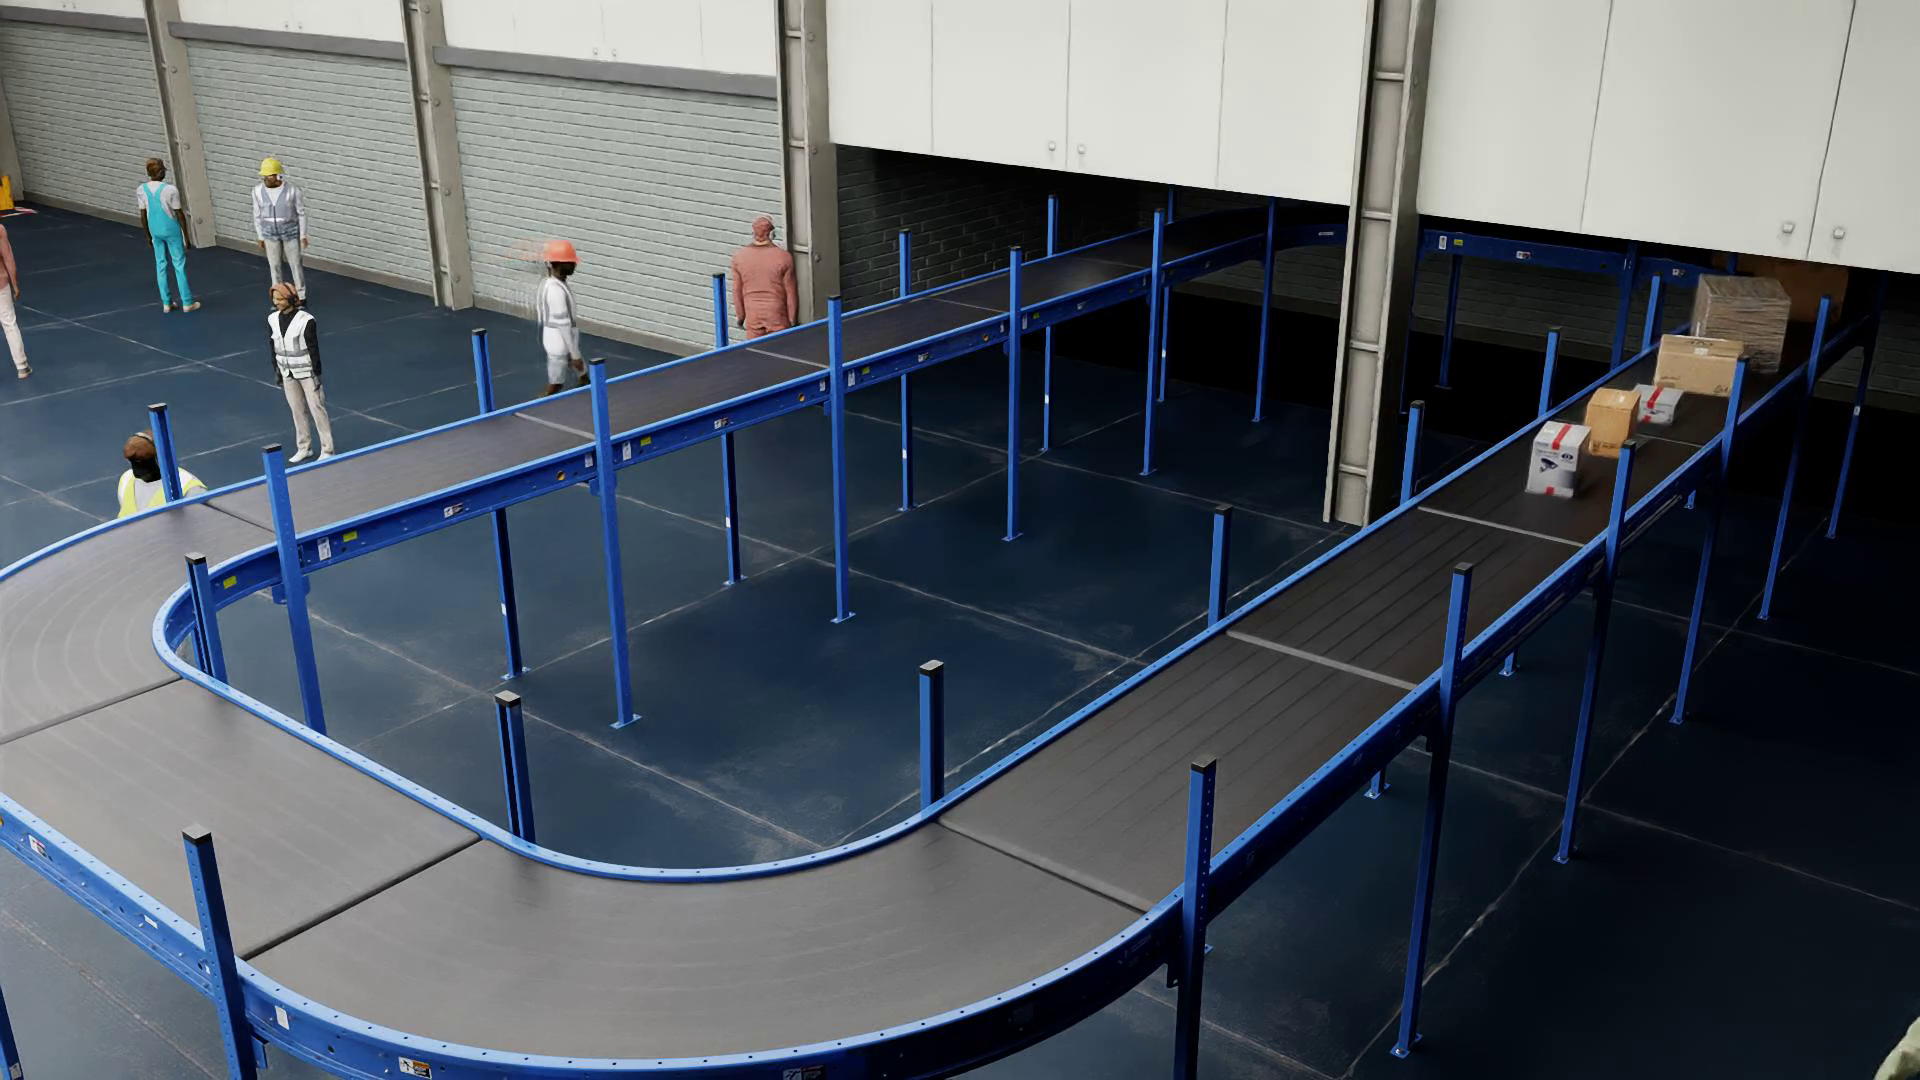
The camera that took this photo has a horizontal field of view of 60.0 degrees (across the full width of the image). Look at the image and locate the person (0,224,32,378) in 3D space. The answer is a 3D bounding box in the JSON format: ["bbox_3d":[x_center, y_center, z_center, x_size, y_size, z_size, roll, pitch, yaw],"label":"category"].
[{"bbox_3d":[-10.046,-2.632,17.155,0.611,1.996,0.379,-12,24,-28],"label":"person"}]

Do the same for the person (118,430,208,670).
[{"bbox_3d":[-4.818,0.213,10.144,0.622,1.838,0.429,6,22,16],"label":"person"}]

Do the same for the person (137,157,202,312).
[{"bbox_3d":[-9.507,-3.649,19.940,0.517,1.844,0.332,0,21,0],"label":"person"}]

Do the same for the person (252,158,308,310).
[{"bbox_3d":[-8.181,-3.686,20.060,0.592,1.828,0.404,-3,22,-7],"label":"person"}]

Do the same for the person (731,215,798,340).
[{"bbox_3d":[-1.868,-2.190,16.153,0.642,1.910,0.401,4,22,11],"label":"person"}]

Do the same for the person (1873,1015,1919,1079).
[{"bbox_3d":[3.446,2.082,5.721,0.563,1.581,0.812,7,23,17],"label":"person"}]

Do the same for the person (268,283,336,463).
[{"bbox_3d":[-5.835,-1.467,14.689,0.519,1.633,0.311,8,23,20],"label":"person"}]
